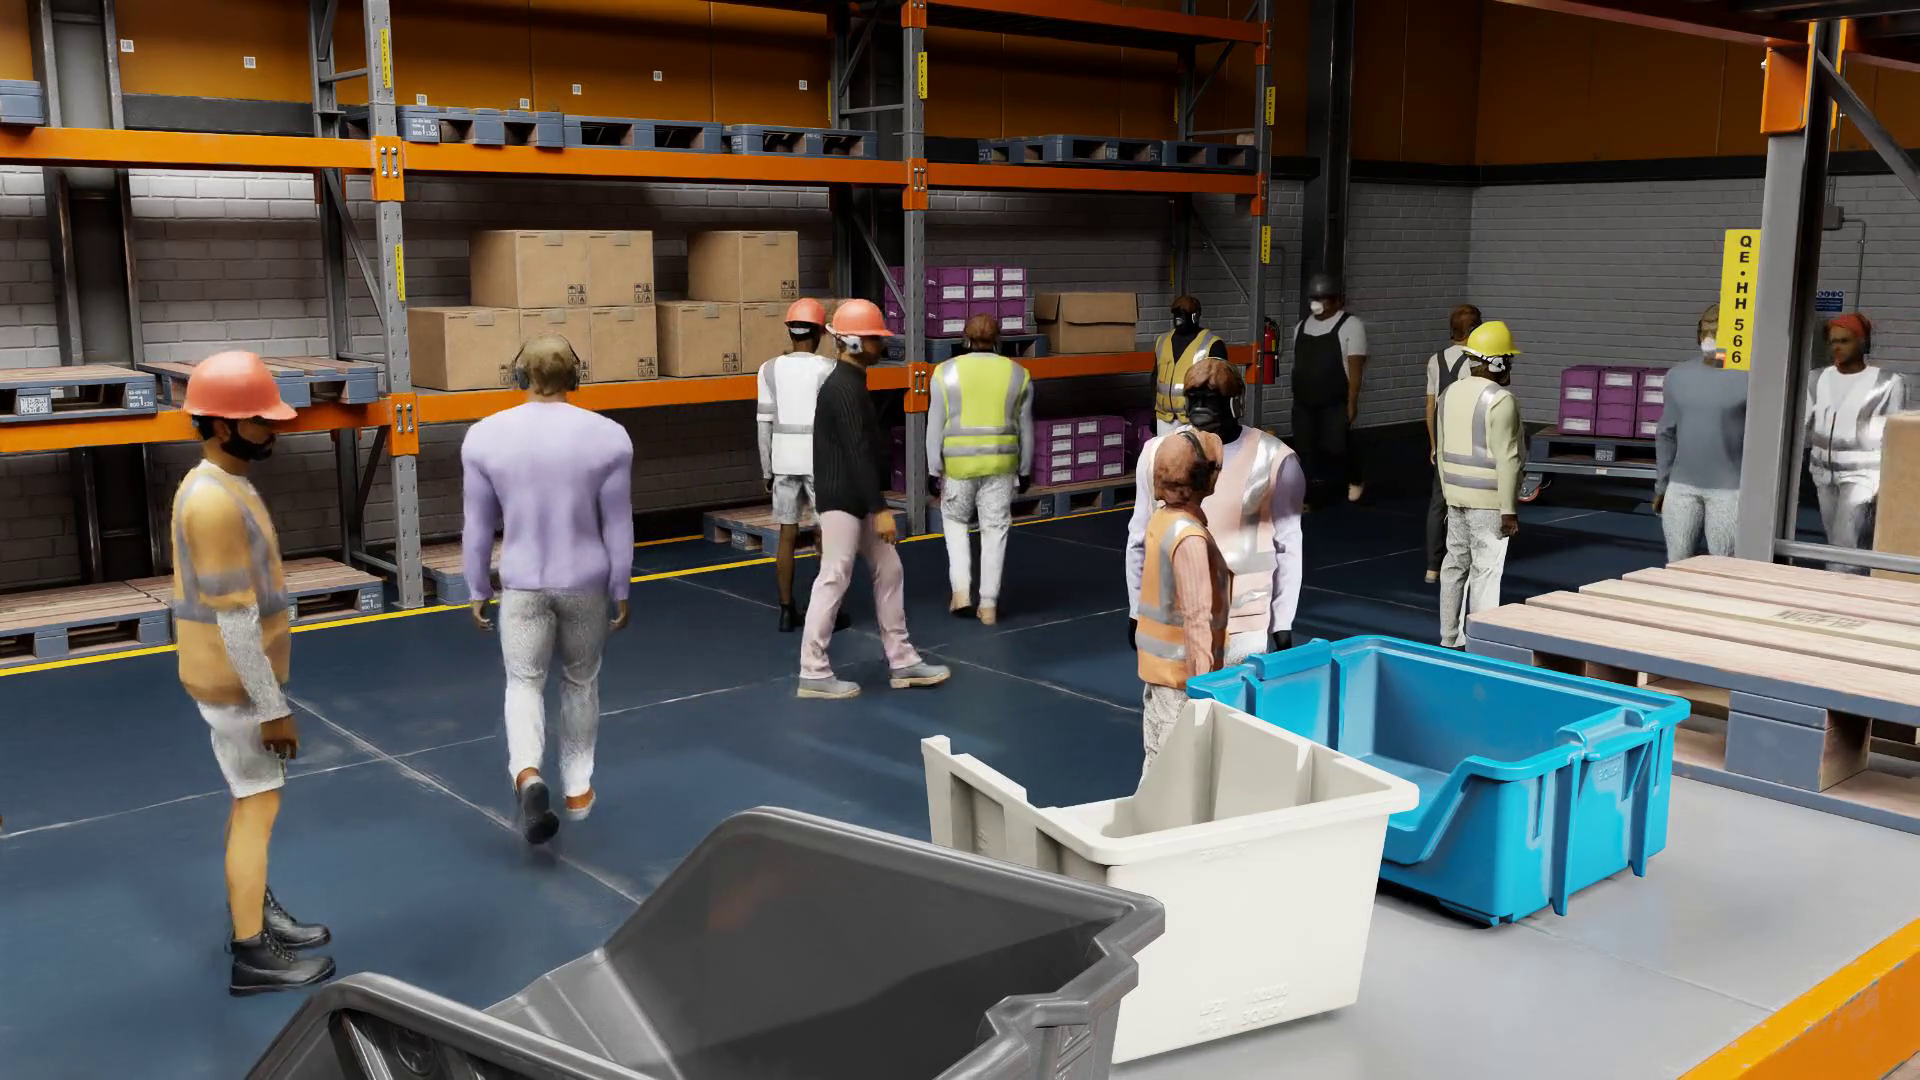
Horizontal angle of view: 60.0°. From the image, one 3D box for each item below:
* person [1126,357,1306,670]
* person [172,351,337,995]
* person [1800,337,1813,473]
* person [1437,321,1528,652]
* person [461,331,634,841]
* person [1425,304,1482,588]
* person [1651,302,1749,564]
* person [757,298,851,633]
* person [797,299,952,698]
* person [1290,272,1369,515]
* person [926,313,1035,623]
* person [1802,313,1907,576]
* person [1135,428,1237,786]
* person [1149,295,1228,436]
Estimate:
[{"bbox_3d":[0.884,0.272,5.922,0.636,1.842,0.429,5,11,24],"label":"person"},{"bbox_3d":[-2.127,0.407,4.983,0.376,1.923,0.584,-4,11,-20],"label":"person"},{"bbox_3d":[8.091,-1.575,16.155,0.391,1.895,0.711,9,13,41],"label":"person"},{"bbox_3d":[2.743,-0.224,8.726,0.403,1.834,0.588,-4,11,-19],"label":"person"},{"bbox_3d":[-1.535,0.180,6.240,0.636,1.918,0.766,-2,10,-10],"label":"person"},{"bbox_3d":[3.267,-0.609,10.847,0.345,1.846,0.508,-8,13,-37],"label":"person"},{"bbox_3d":[3.926,-0.269,8.715,0.419,1.947,0.627,-8,13,-39],"label":"person"},{"bbox_3d":[-0.881,-0.421,9.572,0.548,1.924,0.390,2,10,13],"label":"person"},{"bbox_3d":[-0.407,-0.179,8.115,0.888,1.959,0.623,0,10,2],"label":"person"},{"bbox_3d":[3.047,-1.224,13.747,0.683,2.000,0.773,9,13,40],"label":"person"},{"bbox_3d":[0.115,-0.431,9.890,0.660,1.827,0.531,-1,10,-7],"label":"person"},{"bbox_3d":[4.798,-0.310,9.168,0.910,1.843,0.582,-5,11,-25],"label":"person"},{"bbox_3d":[0.728,0.455,5.453,0.308,1.645,0.517,-1,10,-6],"label":"person"},{"bbox_3d":[1.710,-0.940,12.713,0.633,1.843,0.429,8,13,37],"label":"person"}]
